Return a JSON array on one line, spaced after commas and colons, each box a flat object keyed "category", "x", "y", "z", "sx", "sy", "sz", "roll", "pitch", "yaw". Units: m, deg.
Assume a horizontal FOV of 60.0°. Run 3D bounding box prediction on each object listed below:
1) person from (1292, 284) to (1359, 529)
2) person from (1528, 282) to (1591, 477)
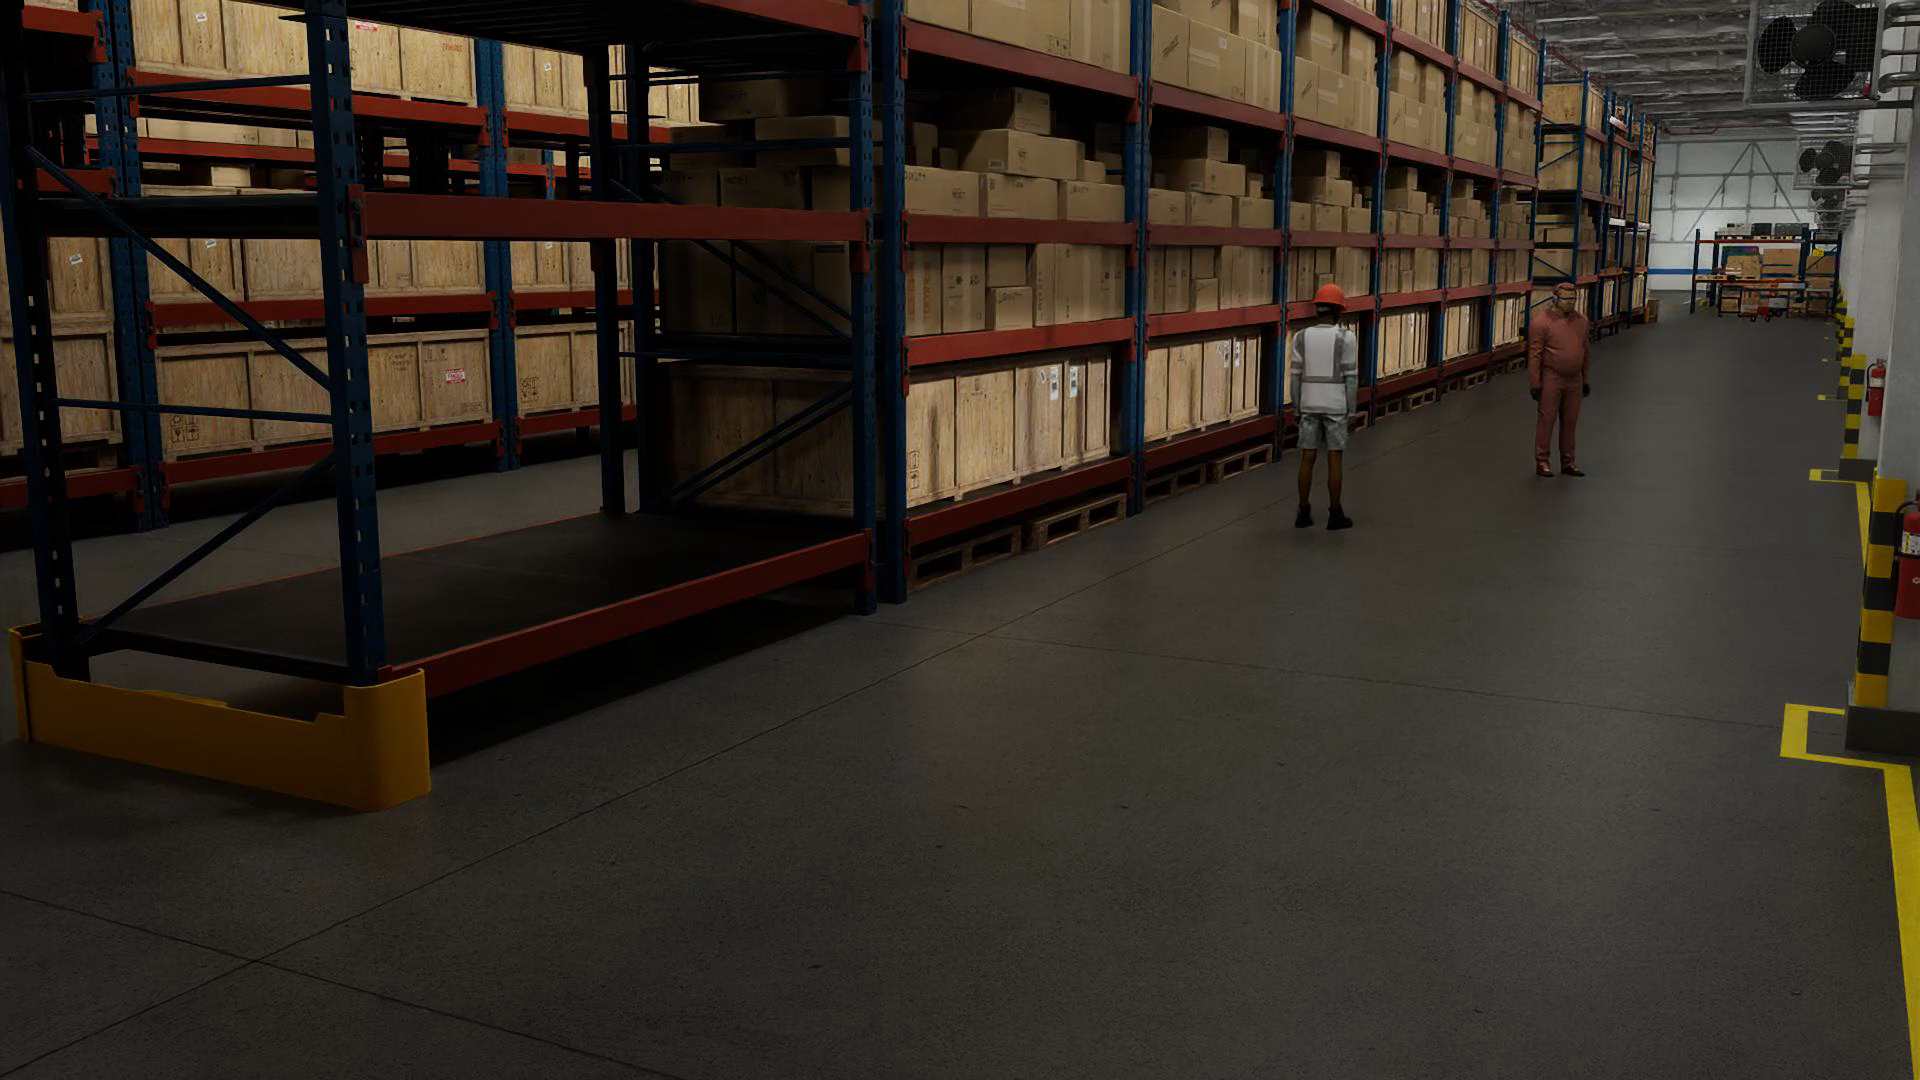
[{"category": "person", "x": 2.877, "y": -1.037, "z": 13.127, "sx": 0.556, "sy": 1.938, "sz": 0.438, "roll": 7, "pitch": 12, "yaw": 33}, {"category": "person", "x": 5.847, "y": -1.553, "z": 16.203, "sx": 0.657, "sy": 1.893, "sz": 0.400, "roll": -3, "pitch": 10, "yaw": -15}]
